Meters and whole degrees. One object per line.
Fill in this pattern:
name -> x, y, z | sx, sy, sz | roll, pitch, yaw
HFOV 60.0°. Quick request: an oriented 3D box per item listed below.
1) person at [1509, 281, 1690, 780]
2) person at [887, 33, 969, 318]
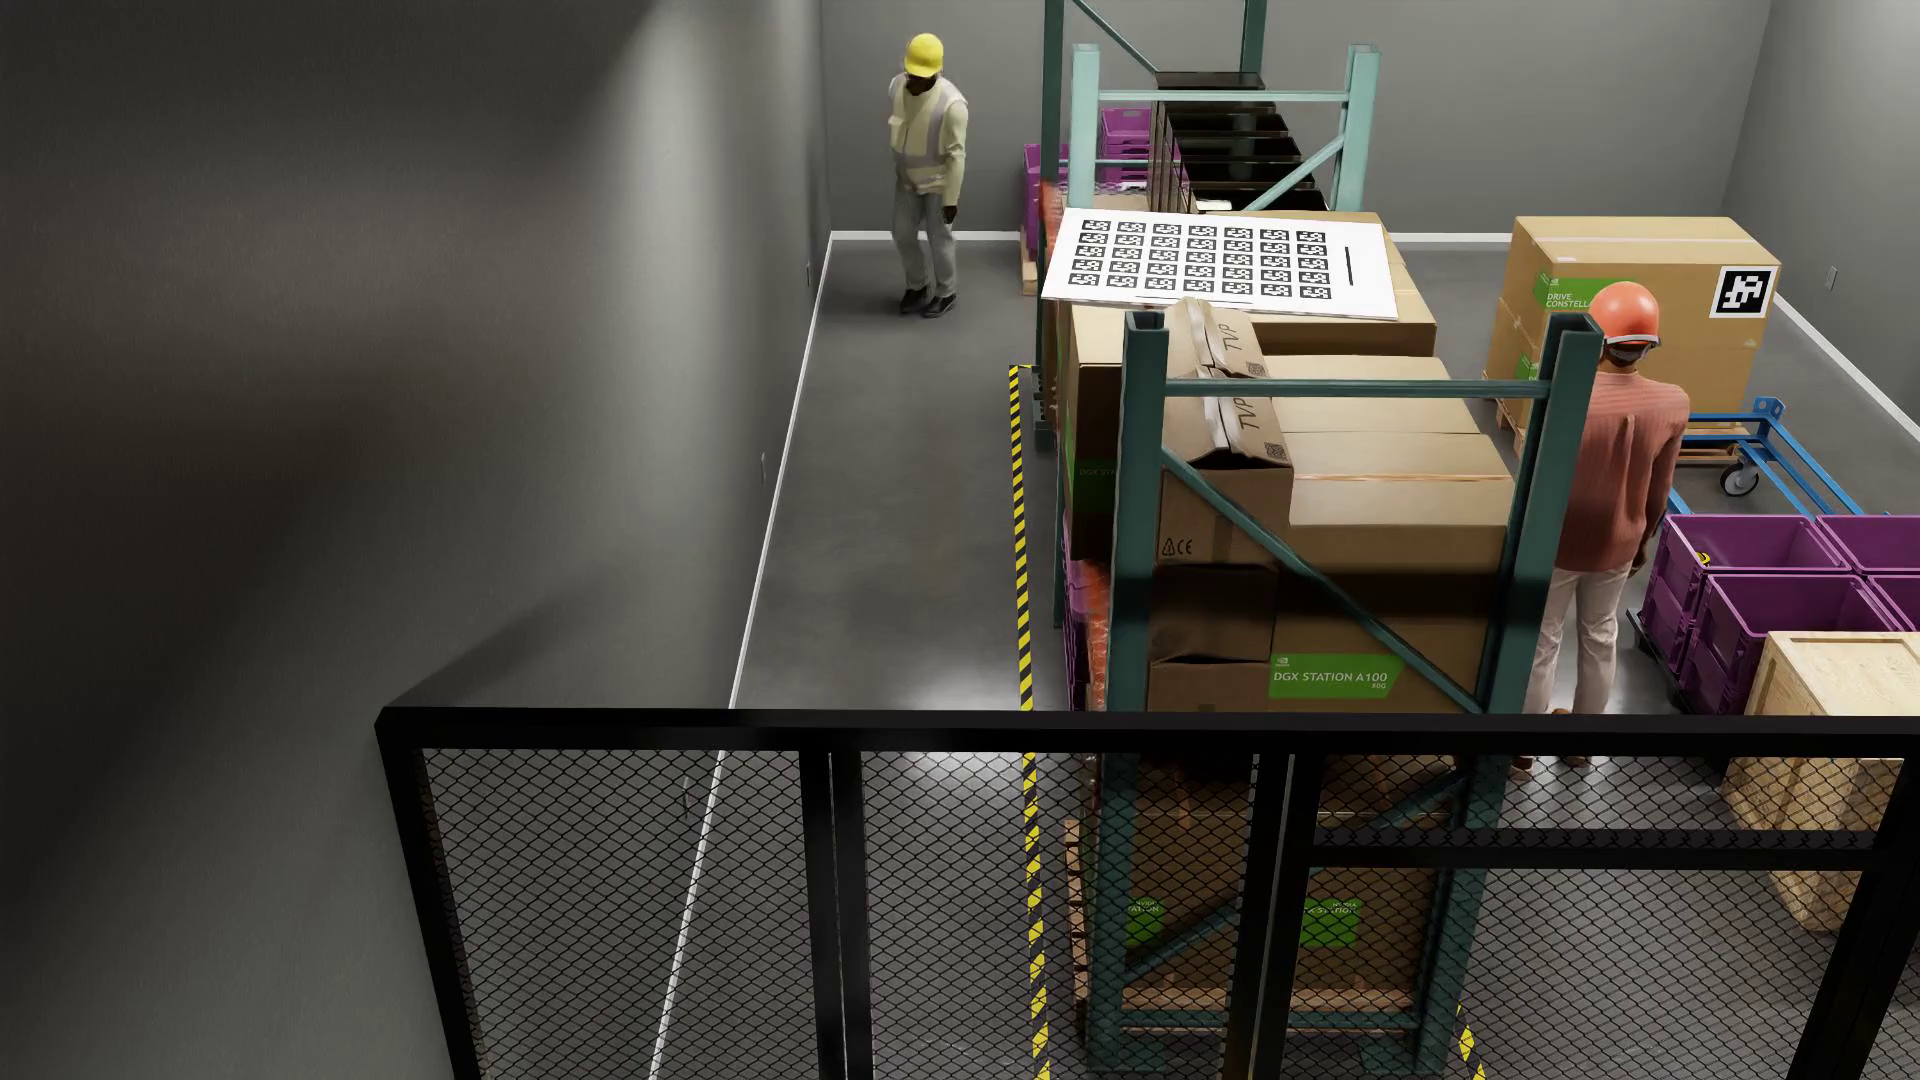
person -> 2.292, -0.007, 6.172 | 0.619, 1.992, 0.396 | -7, 32, -11
person -> -0.191, -2.150, 9.928 | 0.614, 1.787, 0.535 | 22, 37, 32
